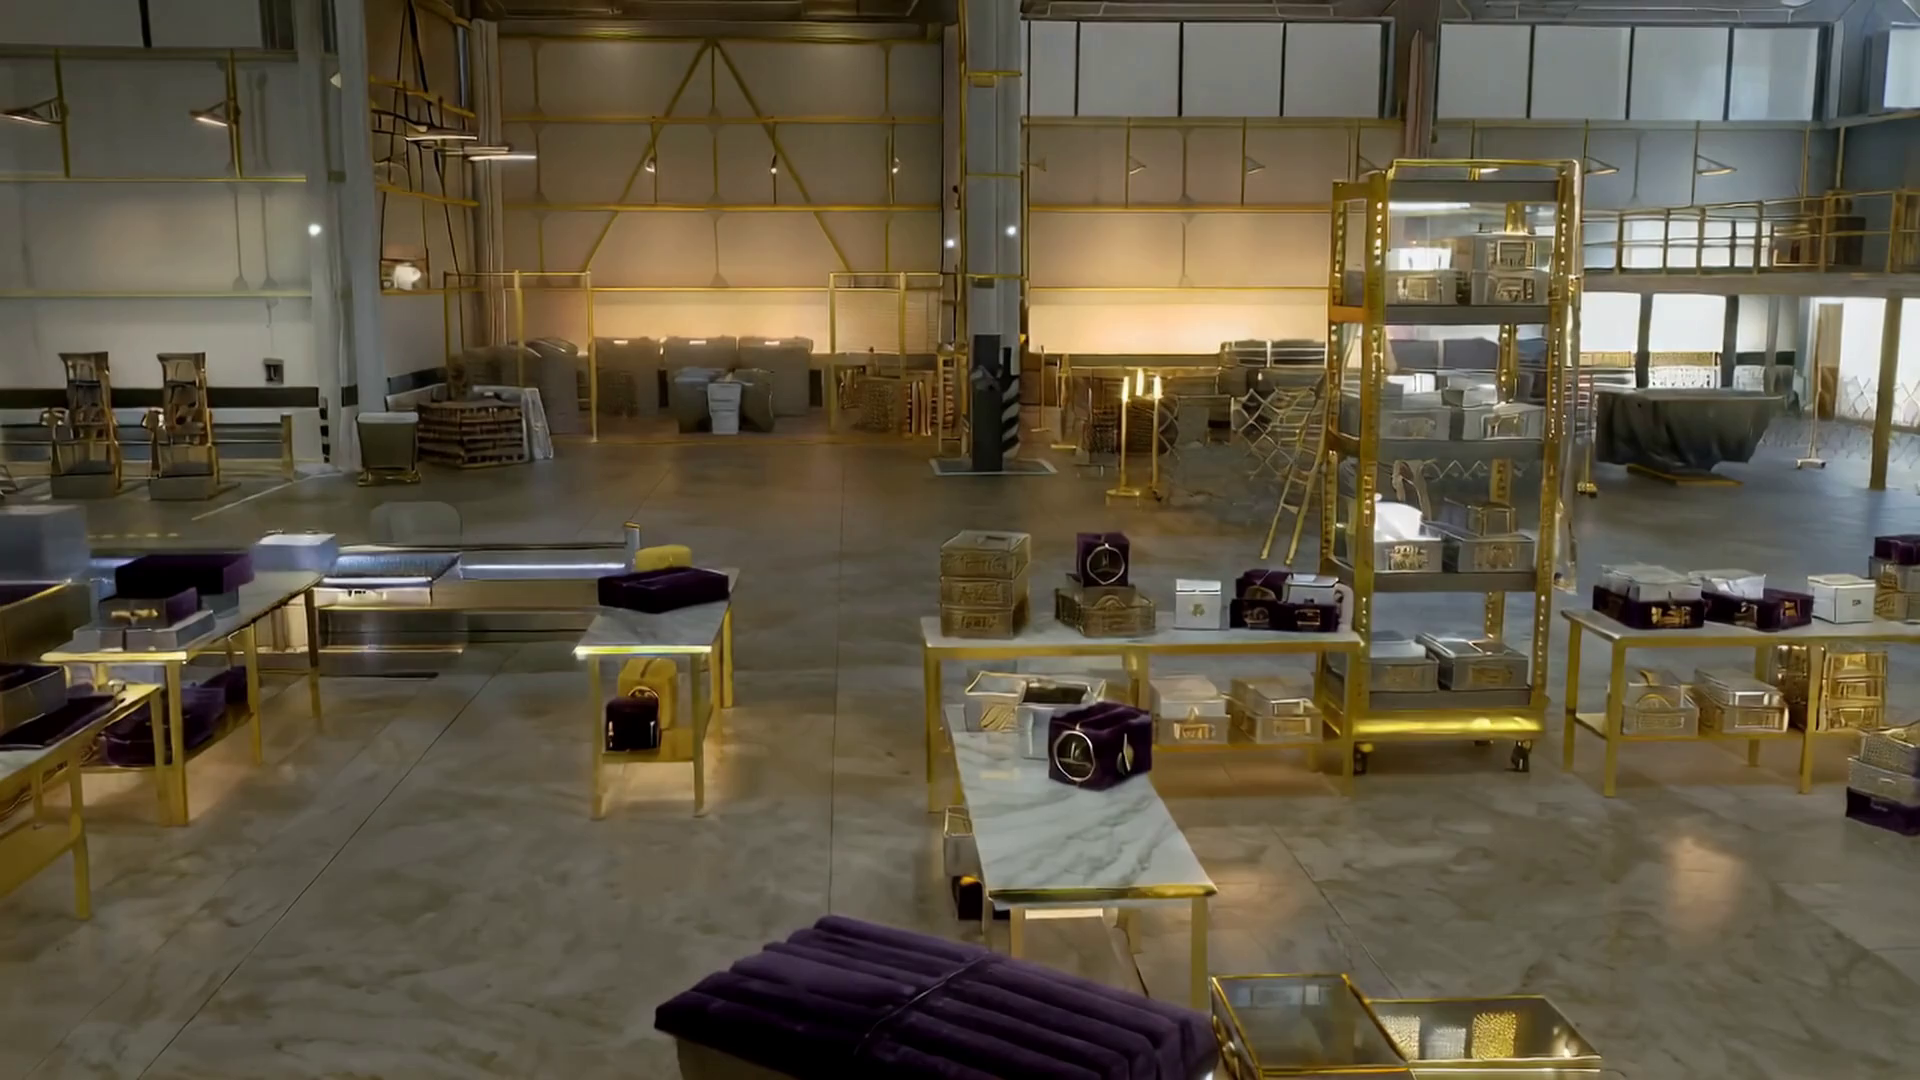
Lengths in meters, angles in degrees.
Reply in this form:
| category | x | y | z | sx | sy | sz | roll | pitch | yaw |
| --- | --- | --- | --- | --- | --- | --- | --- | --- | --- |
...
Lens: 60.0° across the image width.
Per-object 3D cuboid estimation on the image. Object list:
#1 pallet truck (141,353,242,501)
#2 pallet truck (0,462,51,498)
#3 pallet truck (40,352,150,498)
| category | x | y | z | sx | sy | sz | roll | pitch | yaw |
| --- | --- | --- | --- | --- | --- | --- | --- | --- | --- |
| pallet truck | -10.520 | -1.604 | 22.925 | 0.823 | 1.965 | 1.885 | -1 | 9 | -6 |
| pallet truck | -13.193 | -1.293 | 23.148 | 0.653 | 1.274 | 1.630 | -1 | 9 | -4 |
| pallet truck | -11.907 | -1.642 | 23.165 | 0.823 | 1.965 | 1.885 | 0 | 9 | 0 |
